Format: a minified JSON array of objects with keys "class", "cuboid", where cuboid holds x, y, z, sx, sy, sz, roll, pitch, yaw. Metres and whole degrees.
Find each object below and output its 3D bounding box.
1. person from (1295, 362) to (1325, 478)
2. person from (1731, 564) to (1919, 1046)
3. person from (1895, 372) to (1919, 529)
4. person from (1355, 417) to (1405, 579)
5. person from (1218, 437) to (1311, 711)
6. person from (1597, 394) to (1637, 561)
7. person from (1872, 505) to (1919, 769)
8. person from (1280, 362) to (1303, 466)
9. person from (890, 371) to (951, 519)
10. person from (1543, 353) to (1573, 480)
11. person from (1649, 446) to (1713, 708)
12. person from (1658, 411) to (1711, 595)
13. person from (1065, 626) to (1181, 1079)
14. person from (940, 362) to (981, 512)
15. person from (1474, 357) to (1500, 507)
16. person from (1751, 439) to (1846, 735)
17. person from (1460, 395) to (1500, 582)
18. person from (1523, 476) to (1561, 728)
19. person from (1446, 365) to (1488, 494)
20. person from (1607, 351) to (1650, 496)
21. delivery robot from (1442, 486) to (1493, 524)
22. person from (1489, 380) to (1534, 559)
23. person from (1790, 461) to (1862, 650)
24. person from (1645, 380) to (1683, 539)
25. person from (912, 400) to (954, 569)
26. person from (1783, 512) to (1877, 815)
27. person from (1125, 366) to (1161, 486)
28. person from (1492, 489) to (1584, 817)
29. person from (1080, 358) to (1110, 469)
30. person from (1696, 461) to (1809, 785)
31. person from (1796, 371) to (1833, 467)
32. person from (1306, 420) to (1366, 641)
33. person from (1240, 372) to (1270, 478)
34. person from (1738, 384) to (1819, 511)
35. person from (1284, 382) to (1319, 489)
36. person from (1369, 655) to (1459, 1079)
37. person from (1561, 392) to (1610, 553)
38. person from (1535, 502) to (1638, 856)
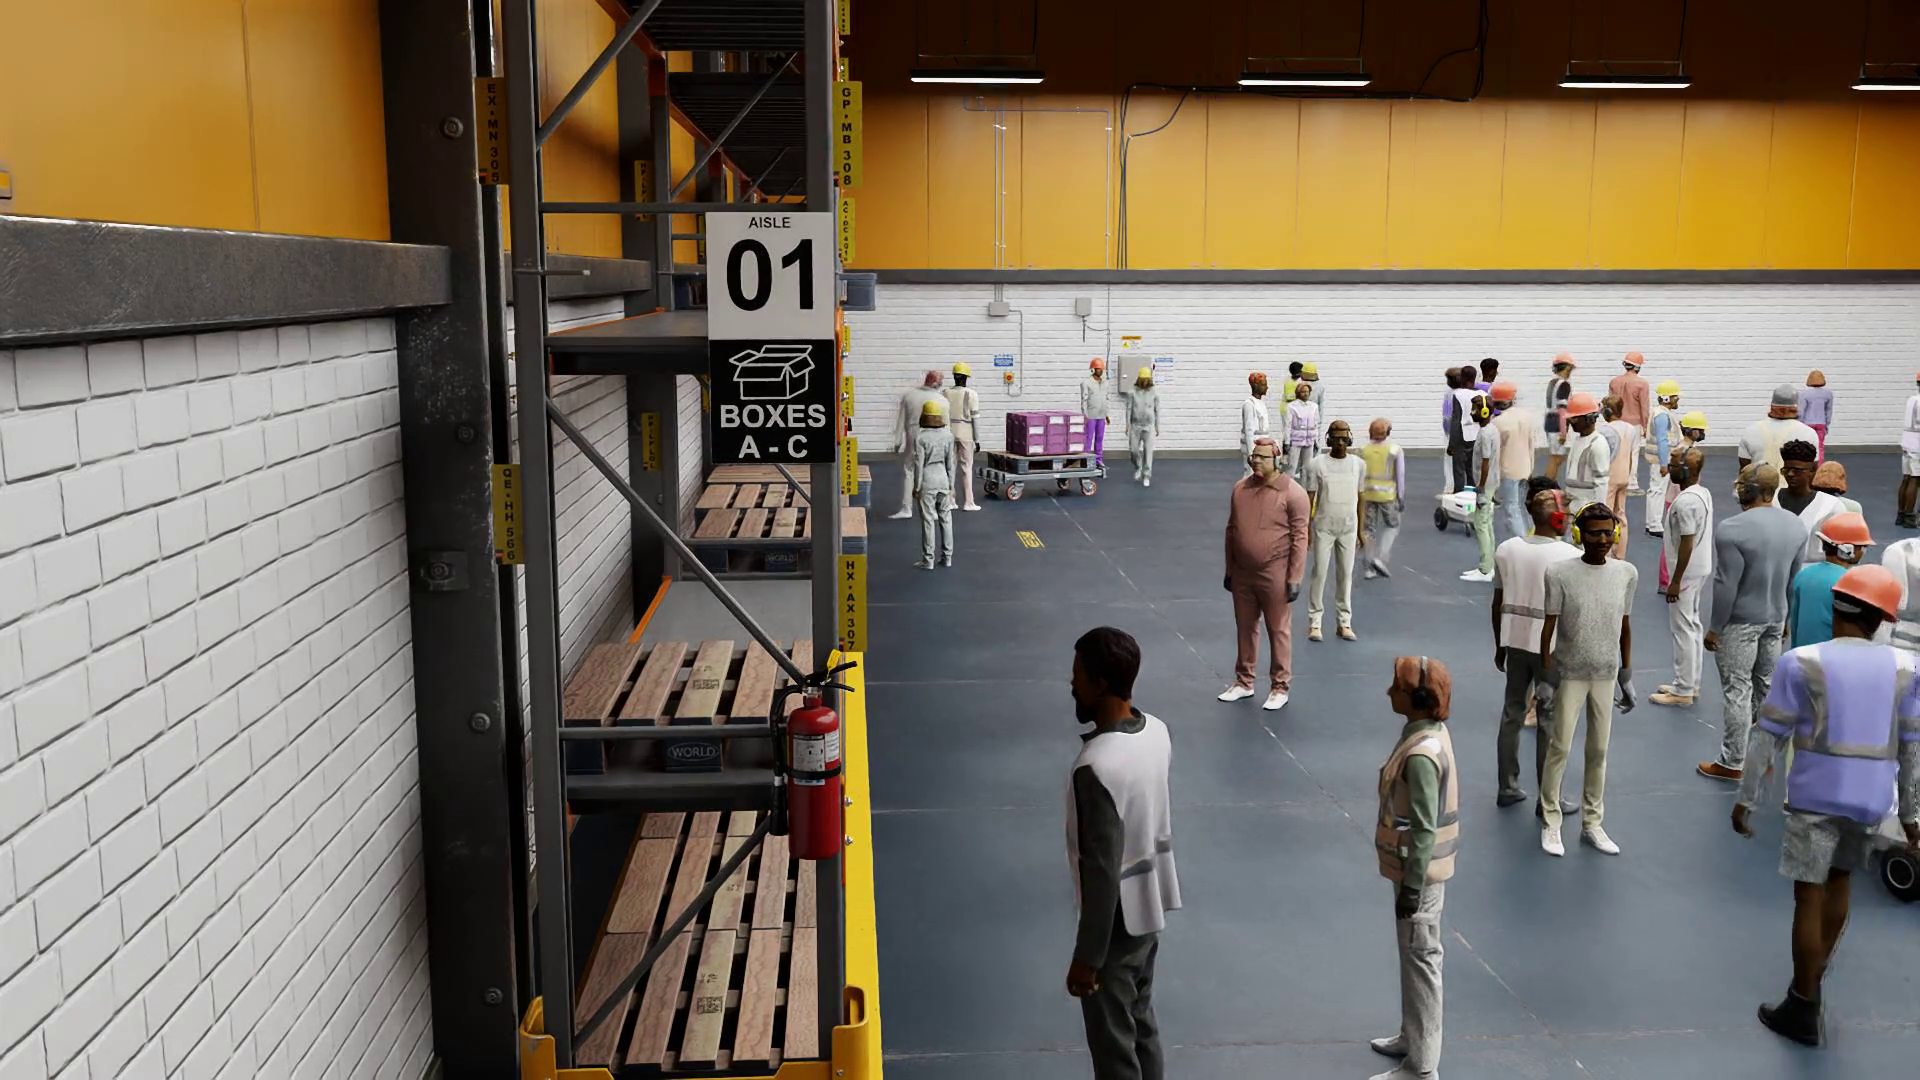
[{"class":"person","cuboid":[5.211,-1.787,24.864,0.486,1.746,0.289,-4,10,-25]},{"class":"person","cuboid":[3.466,1.036,6.703,0.674,1.878,0.690,1,9,8]},{"class":"person","cuboid":[11.519,-1.102,19.968,0.376,1.934,0.547,2,9,13]},{"class":"person","cuboid":[4.179,-0.409,16.583,0.543,1.620,0.359,6,11,34]},{"class":"person","cuboid":[2.114,0.228,11.688,0.651,1.912,0.409,9,12,43]},{"class":"person","cuboid":[6.578,-0.556,16.828,0.507,1.844,0.346,-5,10,-29]},{"class":"person","cuboid":[5.348,0.632,9.275,0.638,1.875,0.398,-1,9,-9]},{"class":"person","cuboid":[5.320,-2.034,26.680,0.396,1.671,0.668,5,10,28]},{"class":"person","cuboid":[-0.495,-1.170,20.675,0.784,1.871,0.435,3,9,16]},{"class":"person","cuboid":[7.931,-1.457,22.043,0.397,2.003,0.772,1,9,5]},{"class":"person","cuboid":[5.100,0.257,11.714,0.332,1.844,0.508,7,11,37]},{"class":"person","cuboid":[6.886,-0.345,15.780,0.351,1.759,0.523,6,11,34]},{"class":"person","cuboid":[0.518,1.227,5.400,0.371,1.916,0.597,4,10,23]},{"class":"person","cuboid":[0.005,-1.325,21.403,0.586,1.925,0.369,5,10,28]},{"class":"person","cuboid":[6.876,-1.407,21.781,0.361,1.965,0.613,-6,11,-33]},{"class":"person","cuboid":[5.497,0.307,11.022,0.607,1.966,0.367,8,12,40]},{"class":"person","cuboid":[5.193,-0.513,16.519,0.320,1.860,0.521,4,10,23]},{"class":"person","cuboid":[3.897,0.414,11.197,0.318,1.697,0.535,3,9,17]},{"class":"person","cuboid":[6.398,-1.243,20.953,0.606,1.905,0.413,-6,11,-32]},{"class":"person","cuboid":[9.235,-1.609,22.962,0.390,1.992,0.624,-6,11,-35]},{"class":"delivery robot","cuboid":[5.967,-0.394,19.546,0.477,0.478,0.707,-2,9,-10]},{"class":"person","cuboid":[5.685,-0.678,17.240,0.649,1.954,0.575,-8,12,-40]},{"class":"person","cuboid":[6.566,0.211,12.664,0.509,1.632,0.267,7,11,36]},{"class":"person","cuboid":[8.115,-0.927,19.188,0.403,1.834,0.588,3,9,17]},{"class":"person","cuboid":[-0.292,-0.575,17.259,0.493,1.743,0.314,-6,11,-35]},{"class":"person","cuboid":[4.797,0.712,9.143,0.332,1.750,0.573,-1,9,-5]},{"class":"person","cuboid":[2.635,-1.640,23.964,0.519,1.733,0.466,1,9,7]},{"class":"person","cuboid":[3.245,0.633,9.366,0.384,1.839,0.565,-7,11,-37]},{"class":"person","cuboid":[2.123,-1.961,25.915,0.563,1.755,0.322,-7,11,-38]},{"class":"person","cuboid":[4.725,0.493,9.941,0.636,1.939,0.365,-3,10,-20]},{"class":"person","cuboid":[12.582,-1.677,24.535,0.535,1.633,0.280,0,9,-2]},{"class":"person","cuboid":[3.114,-0.076,13.804,0.514,1.844,0.333,-1,9,-5]},{"class":"person","cuboid":[3.531,-1.059,19.866,0.356,1.882,0.574,4,10,22]},{"class":"person","cuboid":[7.599,-0.428,15.407,0.689,2.000,0.539,9,12,43]},{"class":"person","cuboid":[4.483,-1.254,21.848,0.524,1.639,0.306,-4,10,-23]},{"class":"person","cuboid":[1.700,1.233,6.217,0.308,1.644,0.524,3,9,16]},{"class":"person","cuboid":[5.331,-0.253,14.311,0.395,2.037,0.614,0,9,2]},{"class":"person","cuboid":[3.284,0.725,8.702,0.532,1.871,0.321,-1,9,-4]}]
